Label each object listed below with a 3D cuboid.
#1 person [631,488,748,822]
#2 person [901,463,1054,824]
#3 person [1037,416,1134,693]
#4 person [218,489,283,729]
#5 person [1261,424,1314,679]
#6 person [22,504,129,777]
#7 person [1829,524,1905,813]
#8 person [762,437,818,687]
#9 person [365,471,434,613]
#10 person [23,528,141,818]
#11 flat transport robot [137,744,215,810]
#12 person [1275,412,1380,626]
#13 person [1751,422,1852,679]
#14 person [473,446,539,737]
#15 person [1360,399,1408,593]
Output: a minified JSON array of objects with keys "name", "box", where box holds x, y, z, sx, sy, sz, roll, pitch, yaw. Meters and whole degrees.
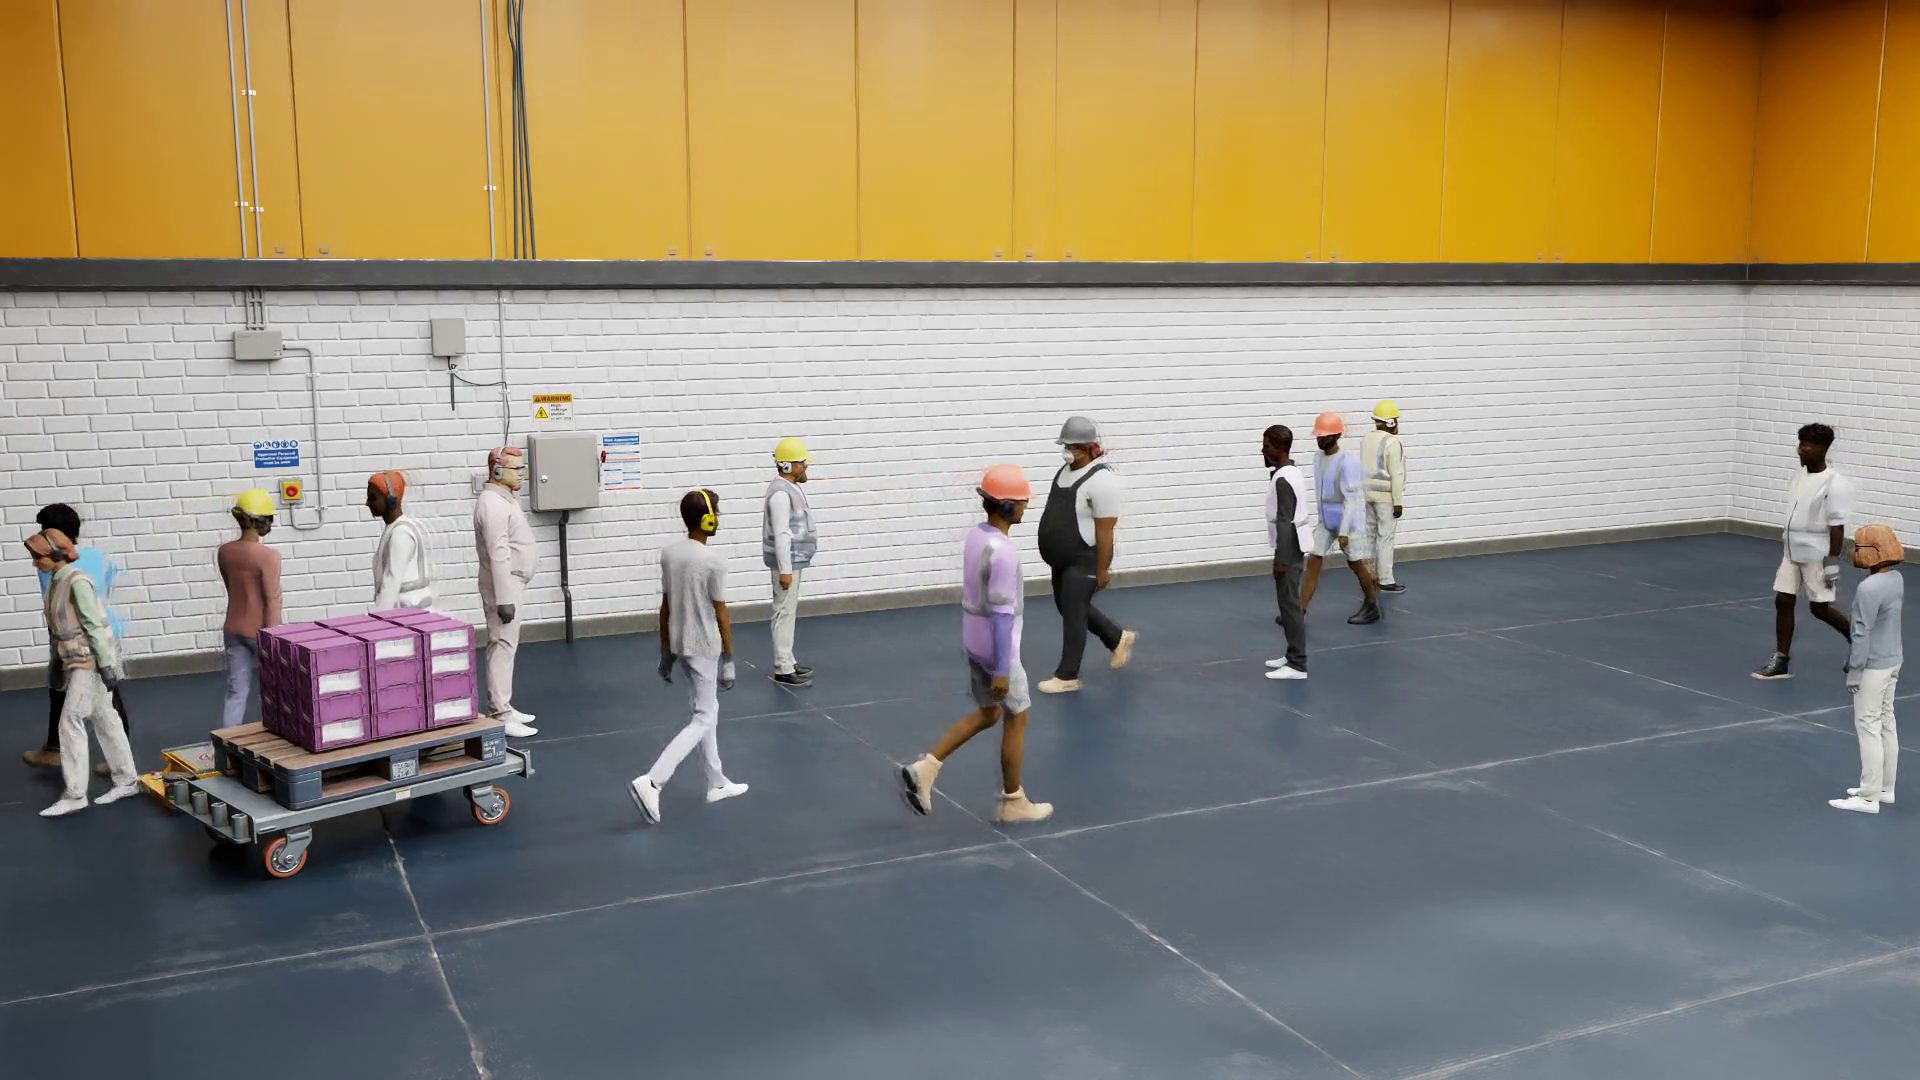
[{"name":"person","box":[-1.517,0.637,9.277,0.516,1.842,0.834,8,12,39]},{"name":"person","box":[0.119,0.583,9.023,0.771,2.025,0.631,-3,10,-18]},{"name":"person","box":[0.936,0.077,12.093,0.786,2.000,0.688,-3,10,-20]},{"name":"person","box":[-4.202,0.552,10.090,0.532,1.734,0.784,4,10,24]},{"name":"person","box":[2.455,0.082,12.513,0.413,1.904,0.602,2,9,11]},{"name":"person","box":[-5.340,0.605,10.002,0.812,1.640,0.541,3,10,19]},{"name":"person","box":[5.151,0.720,9.399,0.497,1.626,0.288,-9,13,-43]},{"name":"person","box":[-1.250,0.151,12.274,0.404,1.834,0.591,0,9,0]},{"name":"person","box":[-3.463,0.491,10.185,0.966,1.834,0.572,-5,10,-26]},{"name":"person","box":[-5.001,0.730,9.349,0.669,1.607,0.540,-7,12,-39]},{"name":"flat transport robot","box":[-4.059,1.308,9.929,1.431,0.197,0.652,-8,12,-41]},{"name":"person","box":[3.183,-0.162,14.106,1.072,1.867,0.552,-5,10,-28]},{"name":"person","box":[6.382,0.089,12.327,0.827,1.946,0.606,-2,9,-9]},{"name":"person","box":[-2.969,0.330,10.945,0.400,1.905,0.645,-2,9,-14]},{"name":"person","box":[4.024,-0.415,15.777,0.403,1.837,0.590,-3,10,-20]}]
